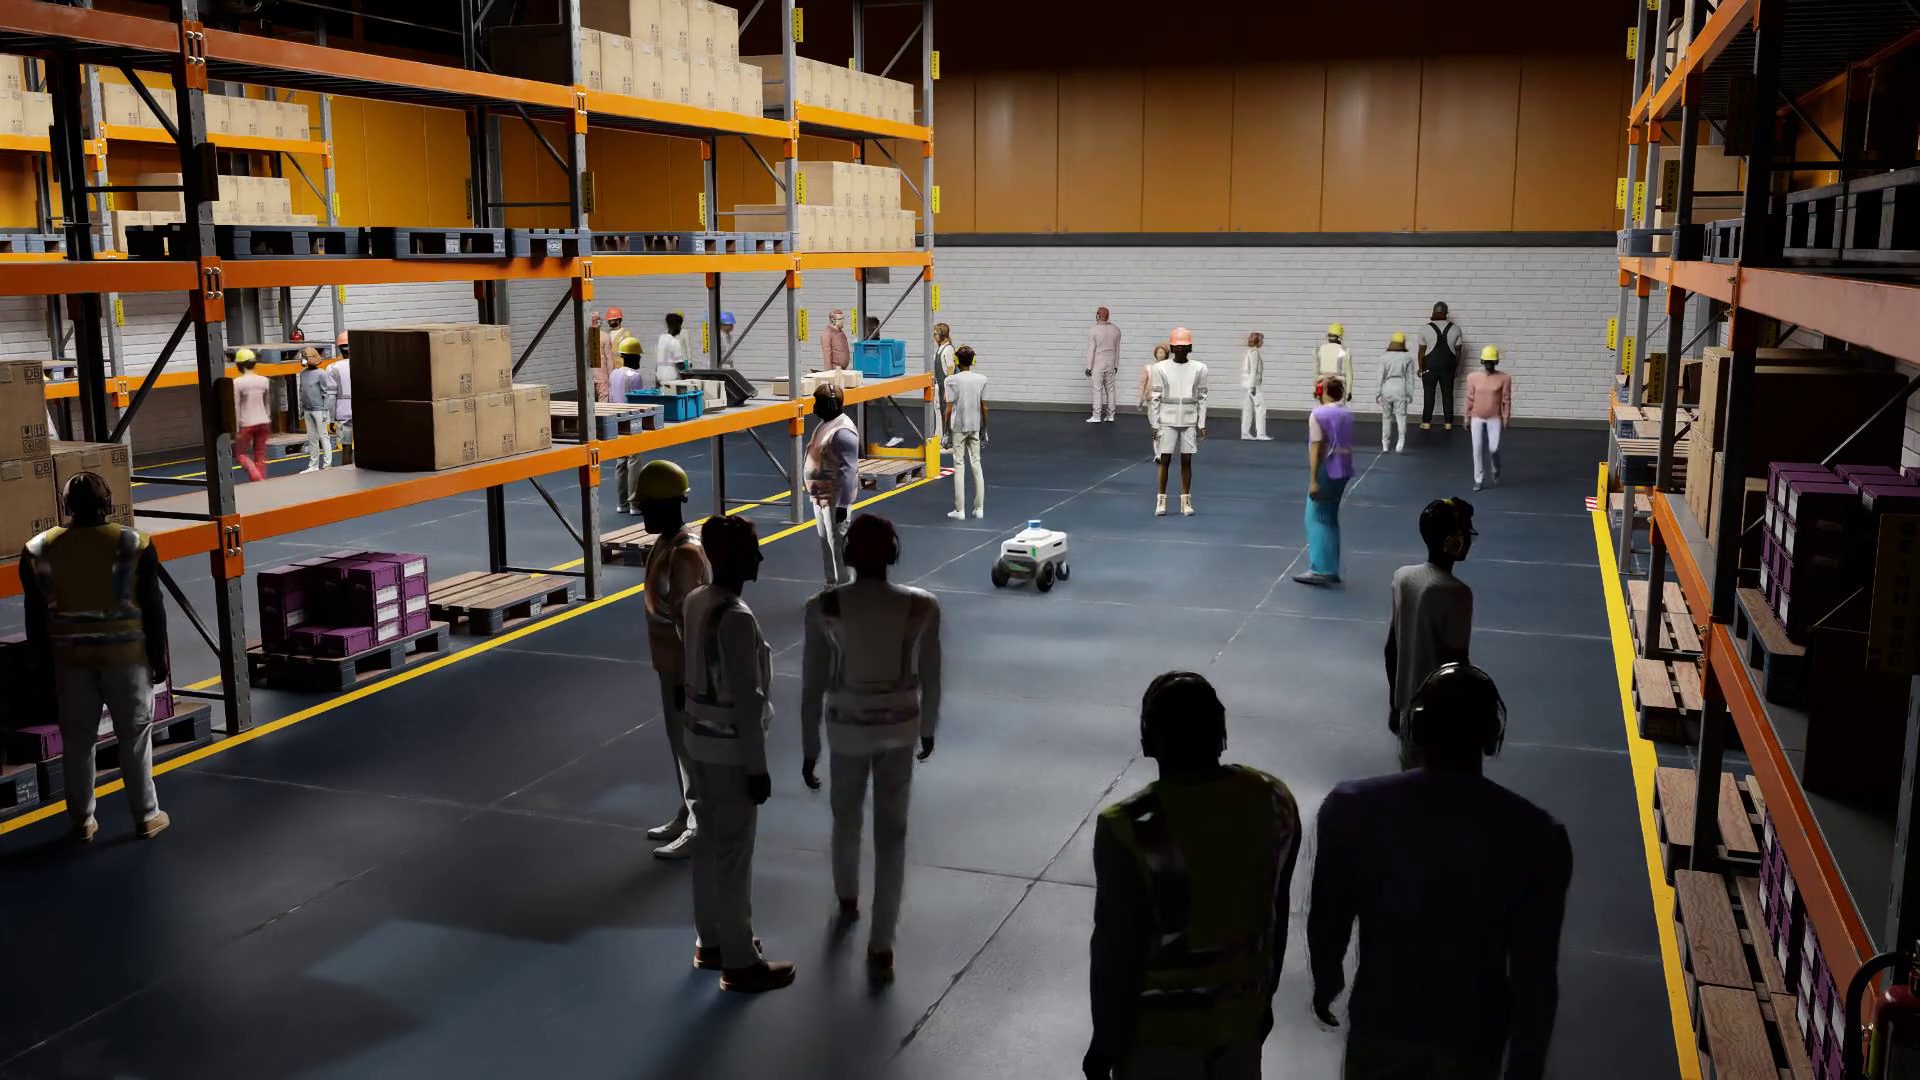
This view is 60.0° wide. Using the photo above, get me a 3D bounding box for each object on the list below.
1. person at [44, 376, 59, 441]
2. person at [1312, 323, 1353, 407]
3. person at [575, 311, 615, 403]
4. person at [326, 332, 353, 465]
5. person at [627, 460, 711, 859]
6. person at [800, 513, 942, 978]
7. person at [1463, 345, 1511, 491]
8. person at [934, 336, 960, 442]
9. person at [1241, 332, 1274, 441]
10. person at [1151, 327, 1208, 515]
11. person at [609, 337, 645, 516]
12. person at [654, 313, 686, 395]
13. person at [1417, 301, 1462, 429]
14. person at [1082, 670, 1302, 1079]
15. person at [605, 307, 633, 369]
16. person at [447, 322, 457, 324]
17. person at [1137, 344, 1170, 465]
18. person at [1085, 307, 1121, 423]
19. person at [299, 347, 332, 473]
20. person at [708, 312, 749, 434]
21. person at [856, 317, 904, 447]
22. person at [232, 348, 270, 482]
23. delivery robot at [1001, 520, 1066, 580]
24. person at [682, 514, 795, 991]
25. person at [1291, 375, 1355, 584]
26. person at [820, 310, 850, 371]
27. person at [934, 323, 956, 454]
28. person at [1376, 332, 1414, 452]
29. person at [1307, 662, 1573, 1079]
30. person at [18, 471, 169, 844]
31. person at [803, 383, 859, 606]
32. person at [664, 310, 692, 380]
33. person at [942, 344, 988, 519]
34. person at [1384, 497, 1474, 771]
[{"bbox_3d":[-8.718,-0.761,15.691,0.404,1.834,0.591,-3,10,-15],"label":"person"},{"bbox_3d":[5.284,-2.157,23.564,0.600,1.827,0.404,7,12,33],"label":"person"},{"bbox_3d":[-5.553,-2.539,25.485,0.645,1.913,0.409,4,11,19],"label":"person"},{"bbox_3d":[-7.029,-1.440,19.249,0.543,1.928,0.372,-5,11,-26],"label":"person"},{"bbox_3d":[-1.372,0.568,7.985,0.392,1.919,0.581,-4,11,-22],"label":"person"},{"bbox_3d":[-0.365,0.793,6.927,0.591,1.834,0.953,-1,10,-6],"label":"person"},{"bbox_3d":[6.273,-1.450,19.806,0.522,1.748,0.442,5,11,26],"label":"person"},{"bbox_3d":[-0.225,-2.192,24.295,0.523,1.640,0.306,-6,12,-29],"label":"person"},{"bbox_3d":[4.474,-2.281,24.803,0.562,1.621,0.546,0,10,1],"label":"person"},{"bbox_3d":[2.374,-1.275,17.990,0.609,2.044,0.395,0,10,1],"label":"person"},{"bbox_3d":[-3.570,-1.230,18.062,0.372,1.928,0.584,-9,14,-42],"label":"person"},{"bbox_3d":[-4.190,-2.399,24.658,0.986,1.911,0.628,-6,12,-29],"label":"person"},{"bbox_3d":[7.608,-2.783,26.492,0.681,2.000,0.536,1,10,6],"label":"person"},{"bbox_3d":[0.583,1.246,4.381,0.623,1.838,0.430,-6,12,-30],"label":"person"},{"bbox_3d":[-5.483,-2.752,26.628,0.542,1.931,0.376,7,12,34],"label":"person"},{"bbox_3d":[-7.590,-2.279,24.368,0.536,1.809,0.915,5,11,26],"label":"person"},{"bbox_3d":[2.640,-1.801,22.209,0.521,1.599,0.822,4,11,23],"label":"person"},{"bbox_3d":[2.335,-2.879,27.413,0.642,1.909,0.410,-6,12,-31],"label":"person"},{"bbox_3d":[-8.219,-1.634,21.166,0.499,1.634,0.278,6,12,29],"label":"person"},{"bbox_3d":[-3.746,-2.591,25.840,0.951,1.901,0.642,4,11,20],"label":"person"},{"bbox_3d":[-1.213,-2.262,24.019,0.632,1.872,0.963,-8,13,-39],"label":"person"},{"bbox_3d":[-8.121,-1.326,19.089,0.407,1.753,0.532,6,12,31],"label":"person"},{"bbox_3d":[0.639,0.073,14.327,0.477,0.478,0.707,5,11,26],"label":"delivery robot"},{"bbox_3d":[-0.908,0.830,6.589,0.359,1.883,0.573,-5,11,-28],"label":"person"},{"bbox_3d":[3.192,-0.527,14.451,0.678,1.801,0.428,-9,14,-43],"label":"person"},{"bbox_3d":[-1.926,-2.647,26.107,0.409,1.908,0.639,4,11,20],"label":"person"},{"bbox_3d":[-0.215,-2.121,23.339,0.351,1.839,0.507,-2,10,-11],"label":"person"},{"bbox_3d":[6.135,-2.075,23.442,0.517,1.710,0.705,2,10,13],"label":"person"},{"bbox_3d":[1.190,1.255,4.196,0.625,1.903,0.988,2,10,11],"label":"person"},{"bbox_3d":[-4.214,0.578,8.158,0.626,1.836,0.428,-2,10,-11],"label":"person"},{"bbox_3d":[-1.027,-0.323,13.199,0.429,1.842,0.633,-4,11,-22],"label":"person"},{"bbox_3d":[-4.994,-3.183,29.516,0.523,1.769,0.317,3,10,16],"label":"person"},{"bbox_3d":[0.054,-1.152,17.793,0.528,1.869,0.313,-4,11,-22],"label":"person"},{"bbox_3d":[2.022,0.741,7.126,0.323,1.870,0.518,-4,11,-21],"label":"person"}]
